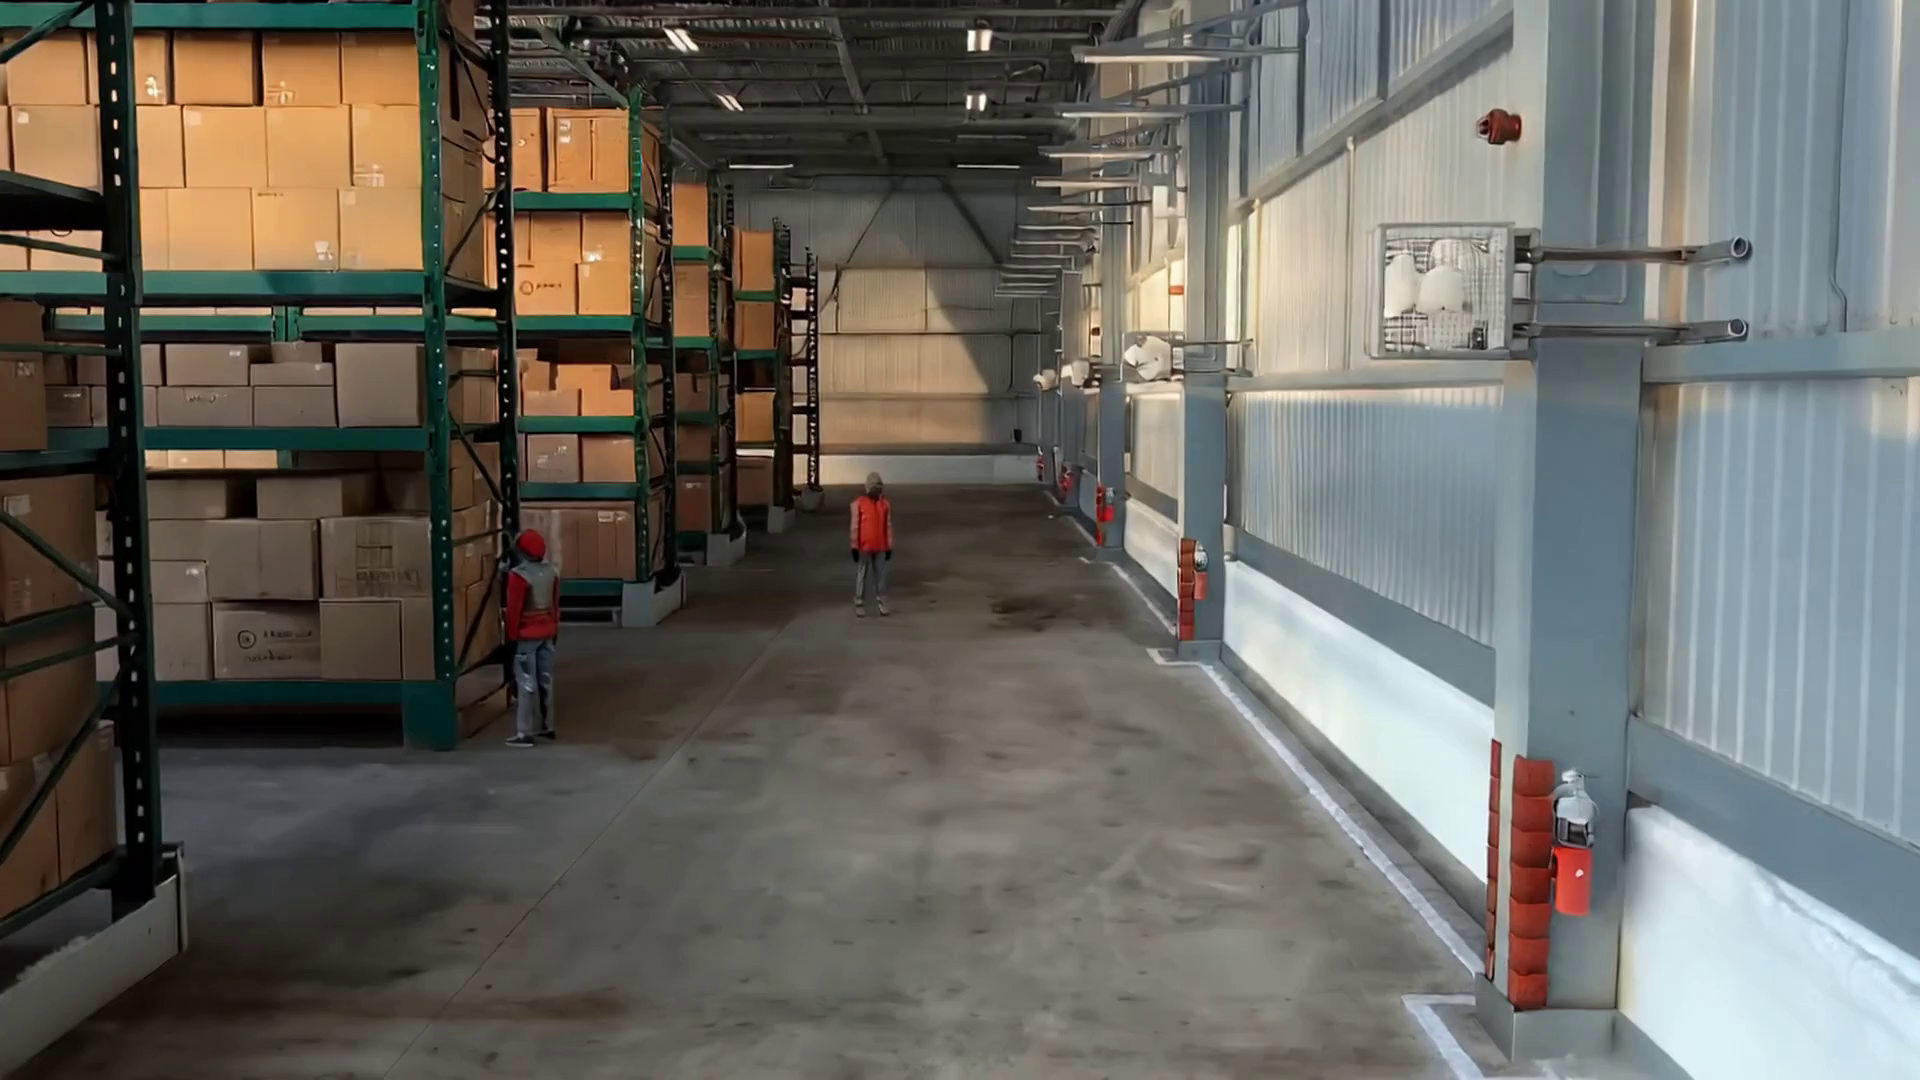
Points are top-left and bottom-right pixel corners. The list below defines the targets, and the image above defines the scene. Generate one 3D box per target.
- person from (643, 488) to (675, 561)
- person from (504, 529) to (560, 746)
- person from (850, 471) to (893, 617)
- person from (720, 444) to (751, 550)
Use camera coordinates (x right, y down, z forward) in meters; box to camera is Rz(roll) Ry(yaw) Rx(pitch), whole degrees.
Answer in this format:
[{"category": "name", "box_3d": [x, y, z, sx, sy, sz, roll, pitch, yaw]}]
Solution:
[{"category": "person", "box_3d": [-4.509, -0.325, 24.355, 0.718, 1.722, 0.491, -3, 6, -33]}, {"category": "person", "box_3d": [-3.222, 0.733, 12.579, 0.314, 1.632, 0.525, 3, 6, 30]}, {"category": "person", "box_3d": [-1.042, 0.053, 19.844, 0.568, 1.744, 0.349, -3, 6, -32]}, {"category": "person", "box_3d": [-3.822, -0.714, 28.323, 0.729, 1.818, 0.645, -1, 5, -9]}]
